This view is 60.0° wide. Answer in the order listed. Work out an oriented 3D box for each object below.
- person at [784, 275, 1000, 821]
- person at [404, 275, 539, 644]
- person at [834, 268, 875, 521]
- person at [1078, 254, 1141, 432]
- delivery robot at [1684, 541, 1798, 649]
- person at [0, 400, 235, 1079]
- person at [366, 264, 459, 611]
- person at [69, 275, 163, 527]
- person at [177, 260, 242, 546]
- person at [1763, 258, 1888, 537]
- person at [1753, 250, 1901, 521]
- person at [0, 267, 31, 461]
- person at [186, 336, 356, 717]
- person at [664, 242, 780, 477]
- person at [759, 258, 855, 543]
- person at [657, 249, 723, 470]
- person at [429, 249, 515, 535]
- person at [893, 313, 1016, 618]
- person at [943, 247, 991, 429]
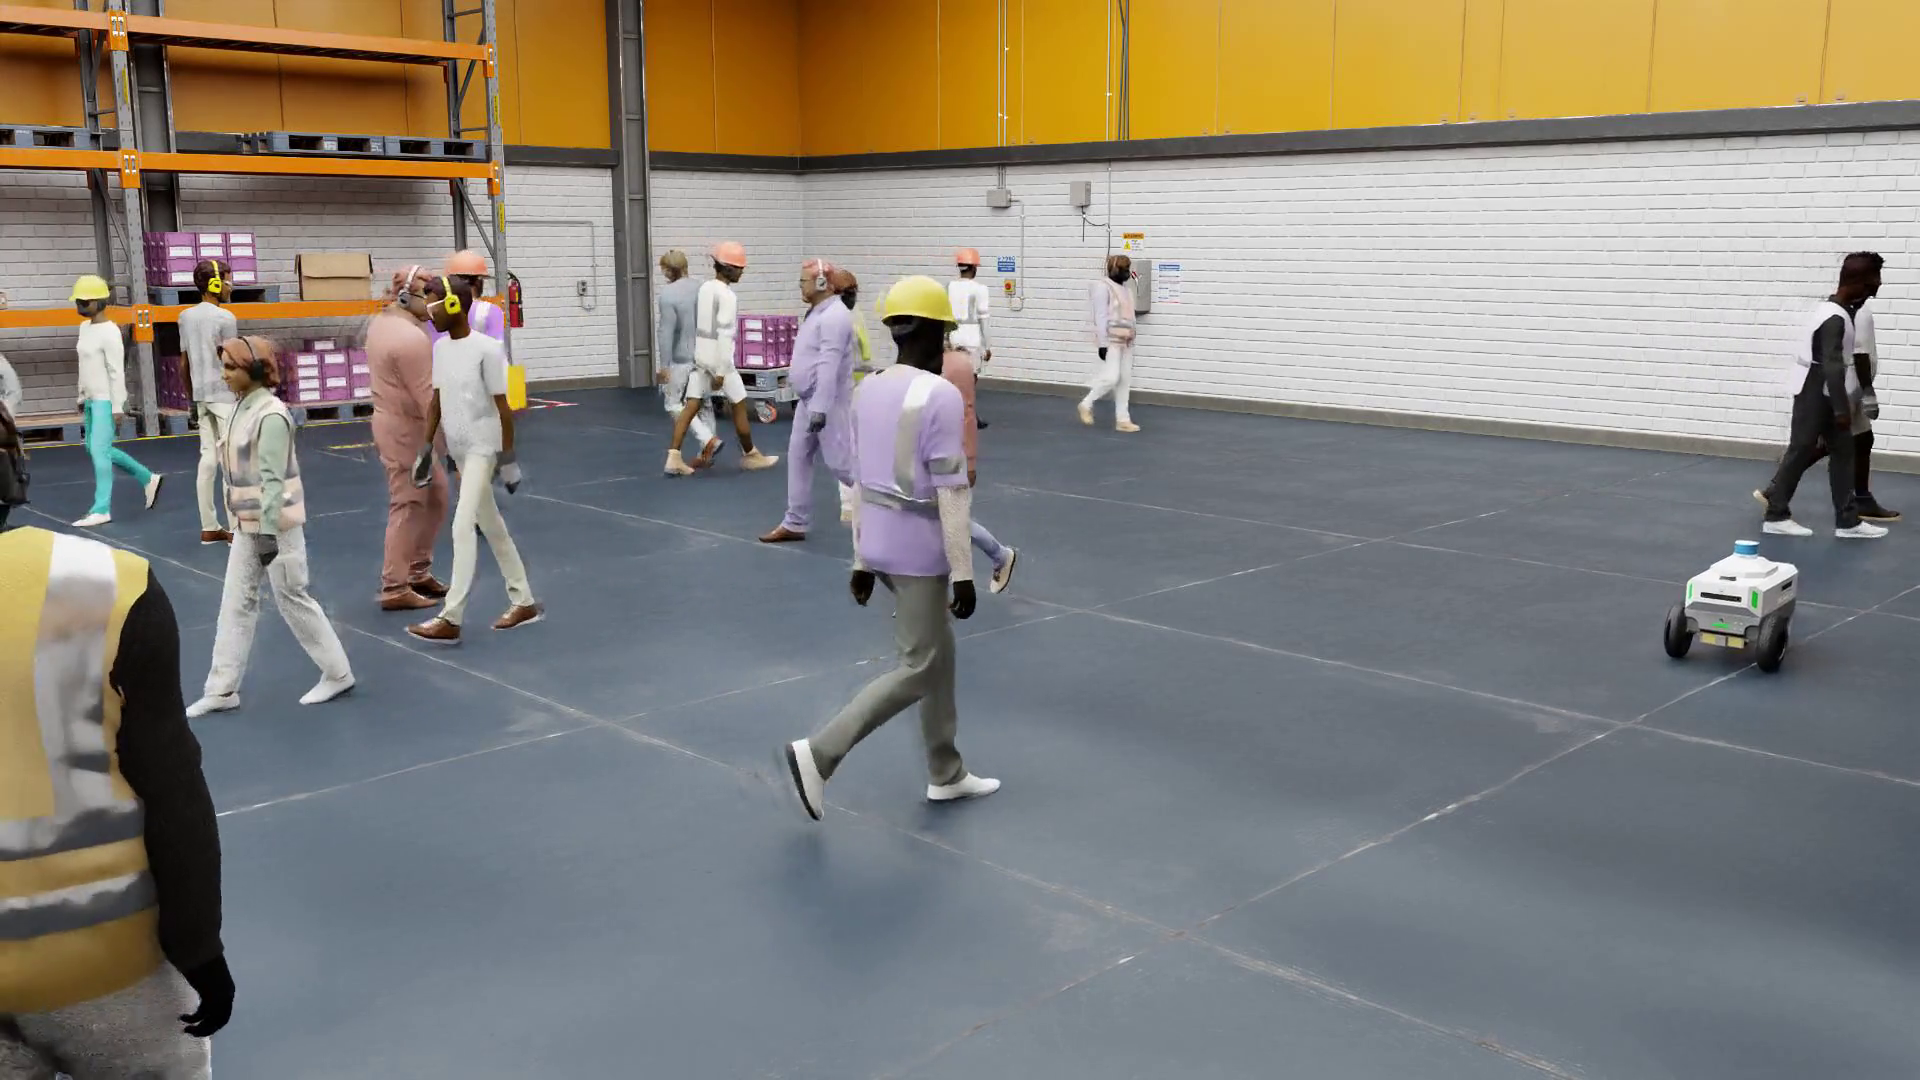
[{"bbox_3d":[-0.234,0.043,5.720,0.824,1.889,0.604,-6,12,-30],"label":"person"},{"bbox_3d":[-2.539,-0.405,8.356,0.505,1.814,0.925,10,14,42],"label":"person"},{"bbox_3d":[-0.820,-1.043,11.915,0.436,1.793,0.668,1,10,5],"label":"person"},{"bbox_3d":[1.575,-2.024,17.152,0.578,1.829,0.645,8,13,37],"label":"person"},{"bbox_3d":[3.763,0.247,7.998,0.477,0.478,0.707,9,13,39],"label":"delivery robot"},{"bbox_3d":[-1.485,0.648,2.616,0.644,1.818,0.466,-2,11,-13],"label":"person"},{"bbox_3d":[-2.893,-0.532,8.930,0.584,1.869,0.671,-6,12,-28],"label":"person"},{"bbox_3d":[-6.014,-0.993,11.738,0.558,1.748,0.667,10,14,43],"label":"person"},{"bbox_3d":[-4.839,-0.888,10.872,0.518,1.865,0.329,5,11,24],"label":"person"},{"bbox_3d":[5.822,-0.920,11.019,0.863,1.863,0.612,7,12,33],"label":"person"},{"bbox_3d":[6.192,-1.082,11.769,0.937,1.933,0.609,3,11,18],"label":"person"},{"bbox_3d":[-8.548,-1.624,14.729,0.631,1.917,0.664,-6,12,-31],"label":"person"},{"bbox_3d":[-2.949,-0.047,7.050,0.730,1.622,0.532,-9,14,-40],"label":"person"},{"bbox_3d":[-2.044,-1.509,13.995,1.101,1.974,0.616,-9,14,-41],"label":"person"},{"bbox_3d":[-0.852,-0.908,10.932,0.891,1.879,0.638,-4,11,-21],"label":"person"},{"bbox_3d":[-2.248,-1.502,14.109,0.545,1.905,0.697,8,13,36],"label":"person"},{"bbox_3d":[-3.257,-0.973,11.152,0.564,1.927,0.421,3,11,17],"label":"person"},{"bbox_3d":[-0.038,-0.462,8.896,0.690,1.743,0.536,-9,14,-42],"label":"person"},{"bbox_3d":[0.034,-2.039,17.041,0.555,1.909,0.881,7,13,34],"label":"person"}]
